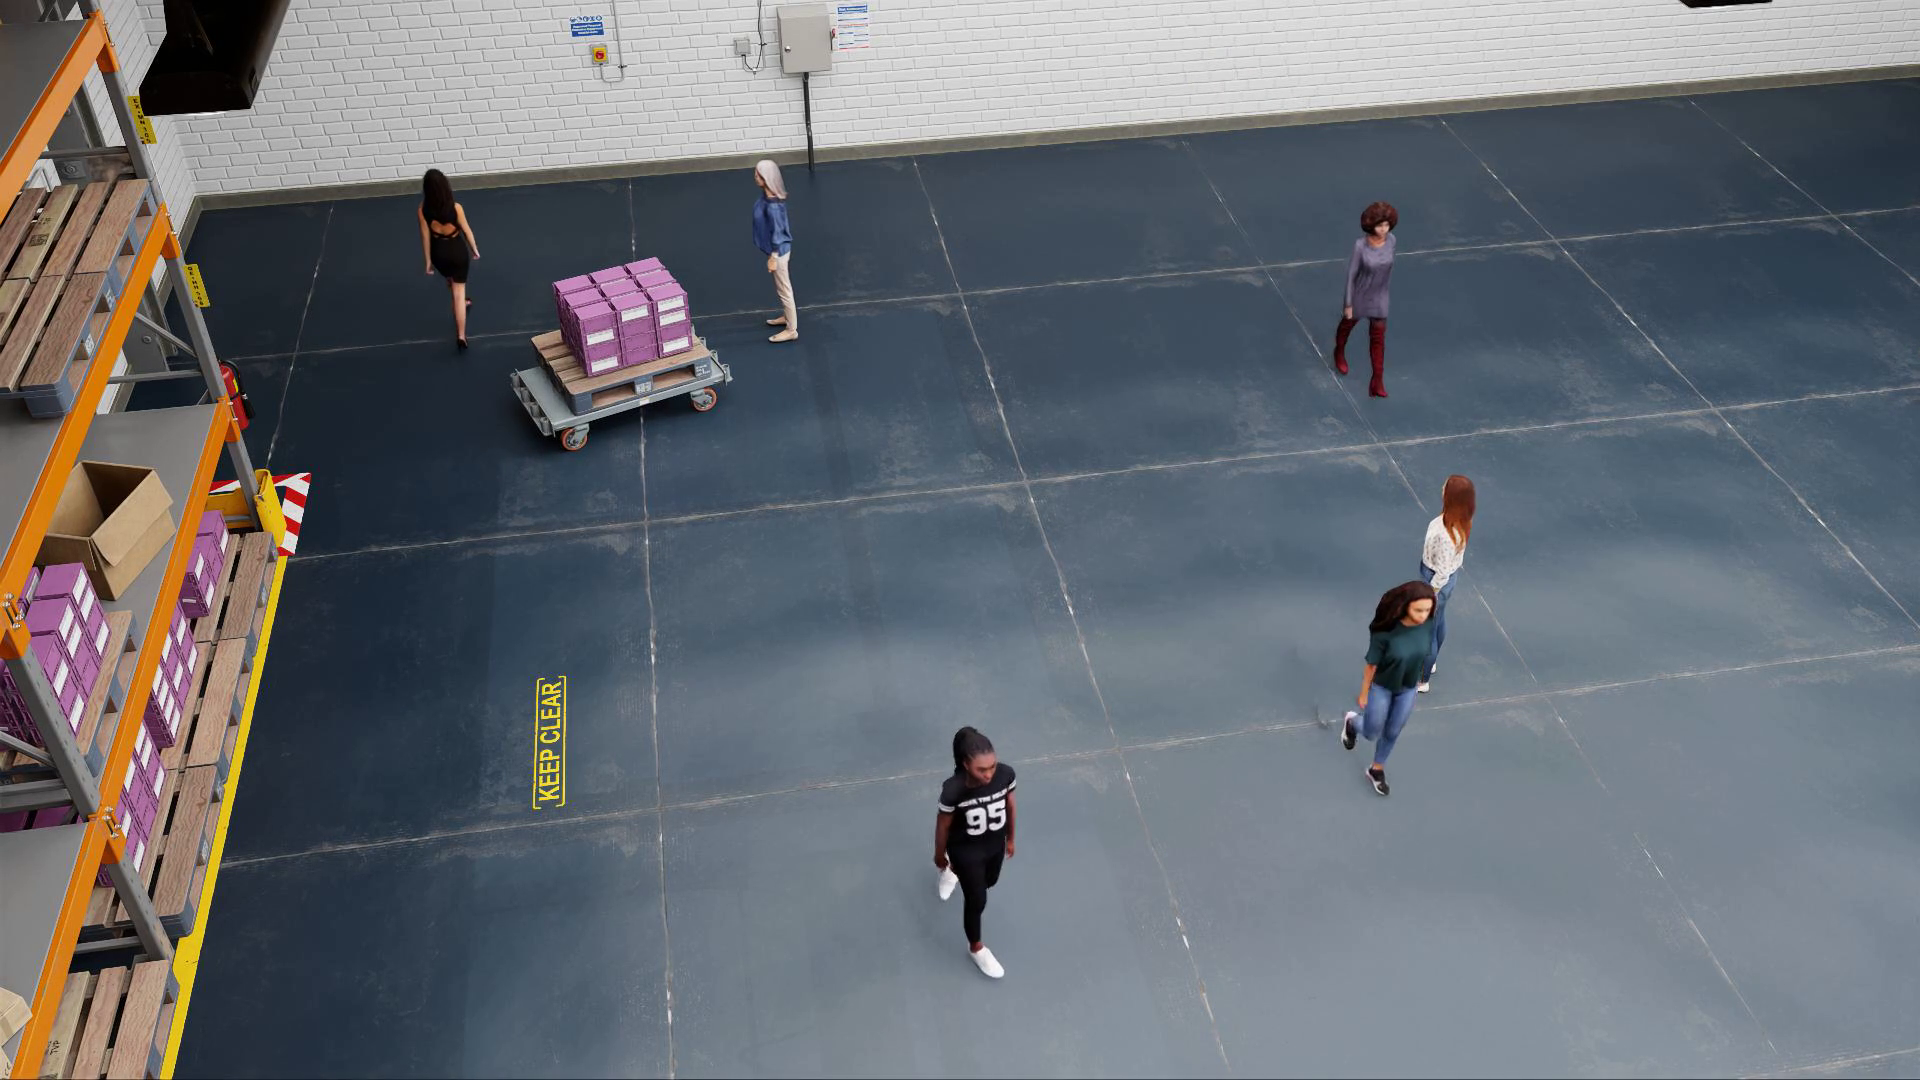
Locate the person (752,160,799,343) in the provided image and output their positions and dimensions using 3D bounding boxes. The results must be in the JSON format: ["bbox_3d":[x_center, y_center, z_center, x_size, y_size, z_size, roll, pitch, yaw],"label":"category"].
[{"bbox_3d":[-1.594,-2.531,14.498,0.666,1.698,0.489,-6,39,-7],"label":"person"}]

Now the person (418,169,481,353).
[{"bbox_3d":[-4.400,-2.362,14.357,0.646,1.610,1.028,-3,39,-4],"label":"person"}]

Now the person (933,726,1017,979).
[{"bbox_3d":[0.051,1.648,9.257,0.845,1.709,1.093,-17,42,-20],"label":"person"}]

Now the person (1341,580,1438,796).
[{"bbox_3d":[2.645,0.853,10.332,0.632,1.608,0.788,-10,40,-12],"label":"person"}]

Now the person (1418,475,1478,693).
[{"bbox_3d":[3.154,0.278,10.956,0.717,1.729,0.626,17,42,21],"label":"person"}]

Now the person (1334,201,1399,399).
[{"bbox_3d":[3.359,-2.073,13.942,0.657,1.675,1.067,-9,39,-11],"label":"person"}]
